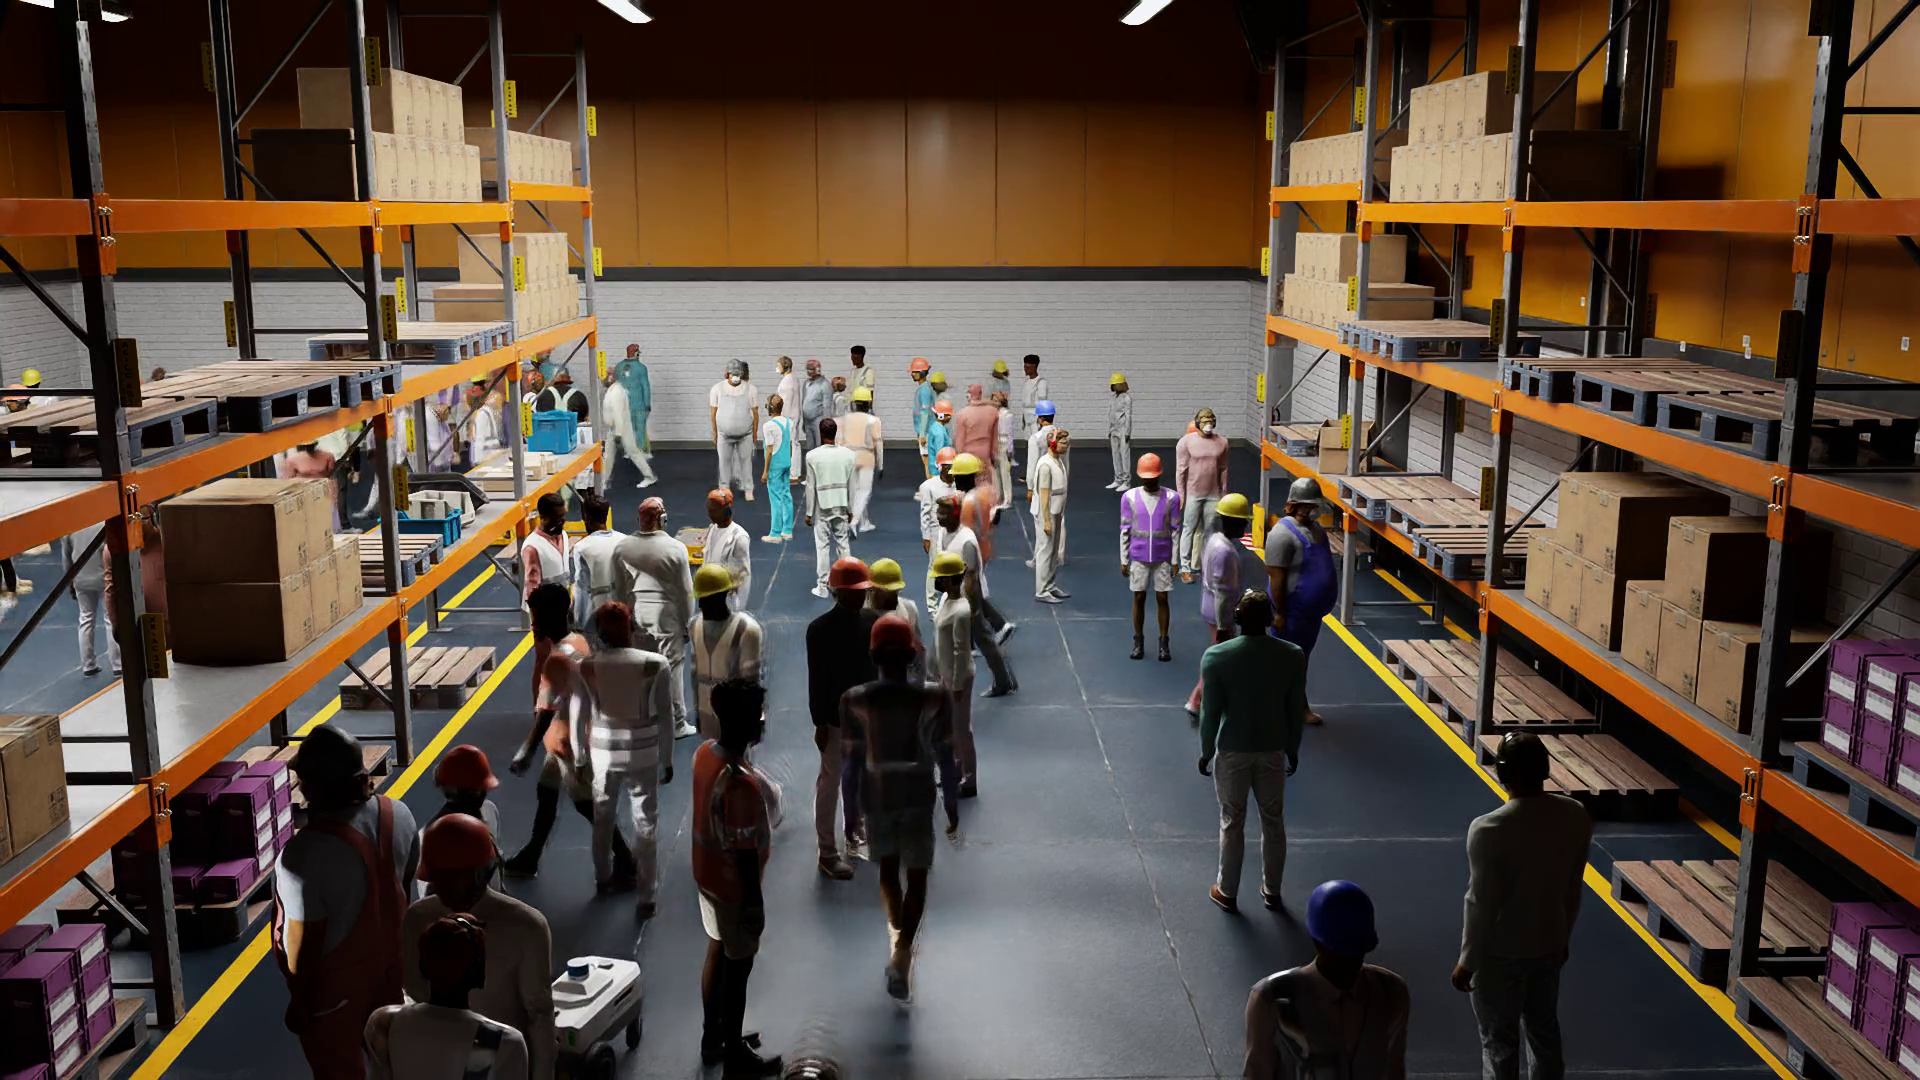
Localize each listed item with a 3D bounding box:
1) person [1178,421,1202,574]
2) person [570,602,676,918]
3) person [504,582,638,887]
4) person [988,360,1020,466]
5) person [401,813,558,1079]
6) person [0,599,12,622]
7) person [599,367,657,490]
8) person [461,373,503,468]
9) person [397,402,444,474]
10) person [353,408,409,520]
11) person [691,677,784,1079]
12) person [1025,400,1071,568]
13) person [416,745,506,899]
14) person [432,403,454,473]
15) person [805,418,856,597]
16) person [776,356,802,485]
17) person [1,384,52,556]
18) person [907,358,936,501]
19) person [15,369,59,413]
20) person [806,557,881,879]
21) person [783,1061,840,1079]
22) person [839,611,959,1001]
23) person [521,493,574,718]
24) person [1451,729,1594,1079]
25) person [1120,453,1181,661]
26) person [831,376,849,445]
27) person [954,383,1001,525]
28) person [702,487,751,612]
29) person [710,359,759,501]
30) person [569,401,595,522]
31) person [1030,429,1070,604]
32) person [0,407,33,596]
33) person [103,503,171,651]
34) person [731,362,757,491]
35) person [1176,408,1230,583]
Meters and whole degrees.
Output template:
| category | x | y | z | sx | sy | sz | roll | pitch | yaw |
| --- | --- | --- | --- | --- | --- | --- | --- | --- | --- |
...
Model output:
| category | x | y | z | sx | sy | sz | roll | pitch | yaw |
| --- | --- | --- | --- | --- | --- | --- | --- | --- | --- |
| person | 2.686 | -0.485 | 18.831 | 0.355 | 1.737 | 0.577 | 6 | 13 | 27 |
| person | -1.965 | 1.256 | 9.802 | 0.609 | 1.858 | 0.587 | -1 | 11 | -3 |
| person | -2.383 | 1.193 | 10.018 | 0.894 | 1.924 | 0.633 | -1 | 11 | -7 |
| person | 0.683 | -2.008 | 26.528 | 0.515 | 1.715 | 0.445 | -9 | 15 | -40 |
| person | -1.761 | 1.935 | 6.077 | 0.616 | 1.986 | 0.407 | 3 | 12 | 14 |
| person | -9.445 | 0.046 | 15.900 | 0.543 | 1.846 | 0.496 | 8 | 14 | 33 |
| person | -4.963 | -1.636 | 24.410 | 1.017 | 1.846 | 0.643 | -6 | 13 | -28 |
| person | -6.729 | -1.499 | 23.488 | 0.586 | 1.910 | 0.479 | 1 | 11 | 3 |
| person | -6.934 | -1.022 | 21.260 | 0.656 | 1.841 | 0.986 | 9 | 15 | 40 |
| person | -7.632 | -1.233 | 22.201 | 1.009 | 1.901 | 0.631 | -10 | 15 | -40 |
| person | -1.069 | 1.595 | 7.860 | 0.368 | 1.960 | 0.608 | -6 | 13 | -26 |
| person | 1.001 | -0.636 | 19.082 | 0.610 | 1.938 | 0.411 | -9 | 14 | -38 |
| person | -2.226 | 1.762 | 7.553 | 0.365 | 1.742 | 0.565 | 4 | 12 | 18 |
| person | -6.687 | -0.963 | 21.493 | 0.324 | 1.631 | 0.519 | 0 | 11 | -1 |
| person | -1.369 | -0.340 | 17.682 | 0.584 | 1.911 | 0.391 | -7 | 13 | -33 |
| person | -2.557 | -1.792 | 24.907 | 0.369 | 1.930 | 0.629 | 1 | 11 | 4 |
| person | -11.127 | -0.836 | 19.815 | 0.373 | 2.043 | 0.615 | -8 | 14 | -34 |
| person | -0.541 | -1.559 | 23.494 | 0.416 | 2.035 | 0.604 | 0 | 11 | -1 |
| person | -12.742 | -1.407 | 22.998 | 0.585 | 1.918 | 0.379 | -2 | 12 | -12 |
| person | -0.691 | 1.079 | 10.332 | 0.378 | 1.996 | 0.611 | 9 | 14 | 37 |
| person | -0.421 | 2.319 | 4.622 | 0.660 | 1.792 | 0.944 | 1 | 11 | 5 |
| person | -0.329 | 1.386 | 8.765 | 0.626 | 2.011 | 0.921 | 1 | 11 | 4 |
| person | -3.244 | 0.565 | 13.141 | 0.405 | 1.909 | 0.597 | 2 | 12 | 12 |
| person | 2.381 | 1.752 | 7.123 | 0.627 | 1.933 | 0.371 | -5 | 12 | -25 |
| person | 1.728 | 0.155 | 15.170 | 0.546 | 1.923 | 0.388 | 1 | 11 | 7 |
| person | -1.817 | -1.617 | 24.747 | 0.315 | 1.640 | 0.515 | -4 | 12 | -21 |
| person | 0.226 | -1.088 | 21.508 | 0.653 | 1.880 | 0.670 | -7 | 13 | -31 |
| person | -1.907 | 0.500 | 13.513 | 0.355 | 1.886 | 0.573 | -9 | 14 | -37 |
| person | -3.161 | -1.552 | 23.412 | 0.680 | 2.000 | 0.535 | -2 | 11 | -10 |
| person | -4.801 | -0.930 | 21.172 | 0.319 | 1.694 | 0.532 | 3 | 12 | 16 |
| person | 0.944 | -0.255 | 17.433 | 0.393 | 1.836 | 0.560 | 4 | 12 | 17 |
| person | -10.198 | -0.432 | 17.797 | 0.535 | 2.000 | 0.685 | -8 | 14 | -34 |
| person | -6.293 | 0.611 | 12.946 | 0.636 | 1.900 | 0.399 | -3 | 12 | -17 |
| person | -3.243 | -1.675 | 24.385 | 0.547 | 1.902 | 0.604 | 10 | 15 | 40 |
| person | 2.678 | -0.491 | 18.354 | 0.628 | 1.940 | 0.373 | -3 | 12 | -17 |
